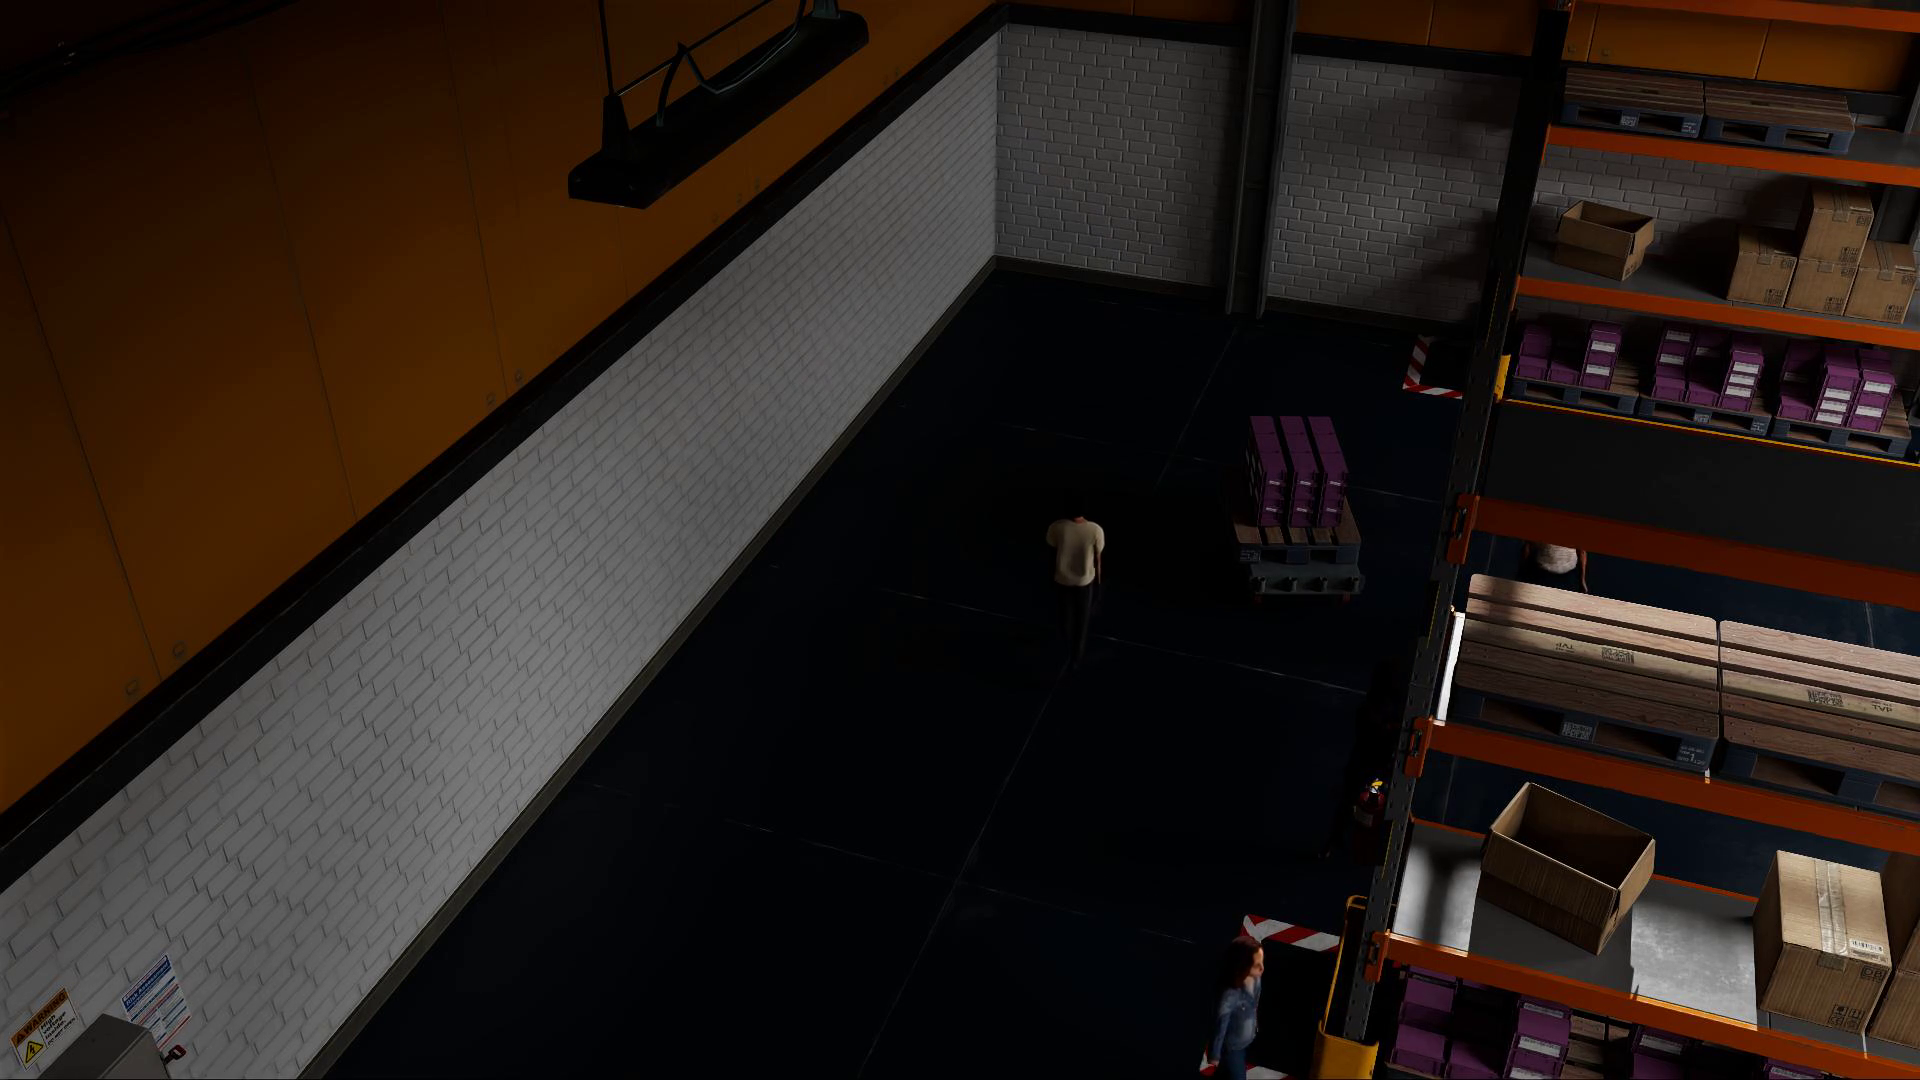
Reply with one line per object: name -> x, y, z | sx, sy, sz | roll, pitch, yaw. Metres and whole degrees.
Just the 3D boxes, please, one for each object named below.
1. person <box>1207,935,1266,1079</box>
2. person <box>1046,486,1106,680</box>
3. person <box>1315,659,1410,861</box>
person -> 1.435, 2.704, 9.185 | 0.636, 1.469, 0.606 | 17, 37, 24
person -> 0.865, 0.342, 12.658 | 0.998, 1.557, 0.813 | 4, 34, 6
person -> 2.805, 1.477, 10.826 | 1.035, 1.696, 0.923 | -7, 34, -10
